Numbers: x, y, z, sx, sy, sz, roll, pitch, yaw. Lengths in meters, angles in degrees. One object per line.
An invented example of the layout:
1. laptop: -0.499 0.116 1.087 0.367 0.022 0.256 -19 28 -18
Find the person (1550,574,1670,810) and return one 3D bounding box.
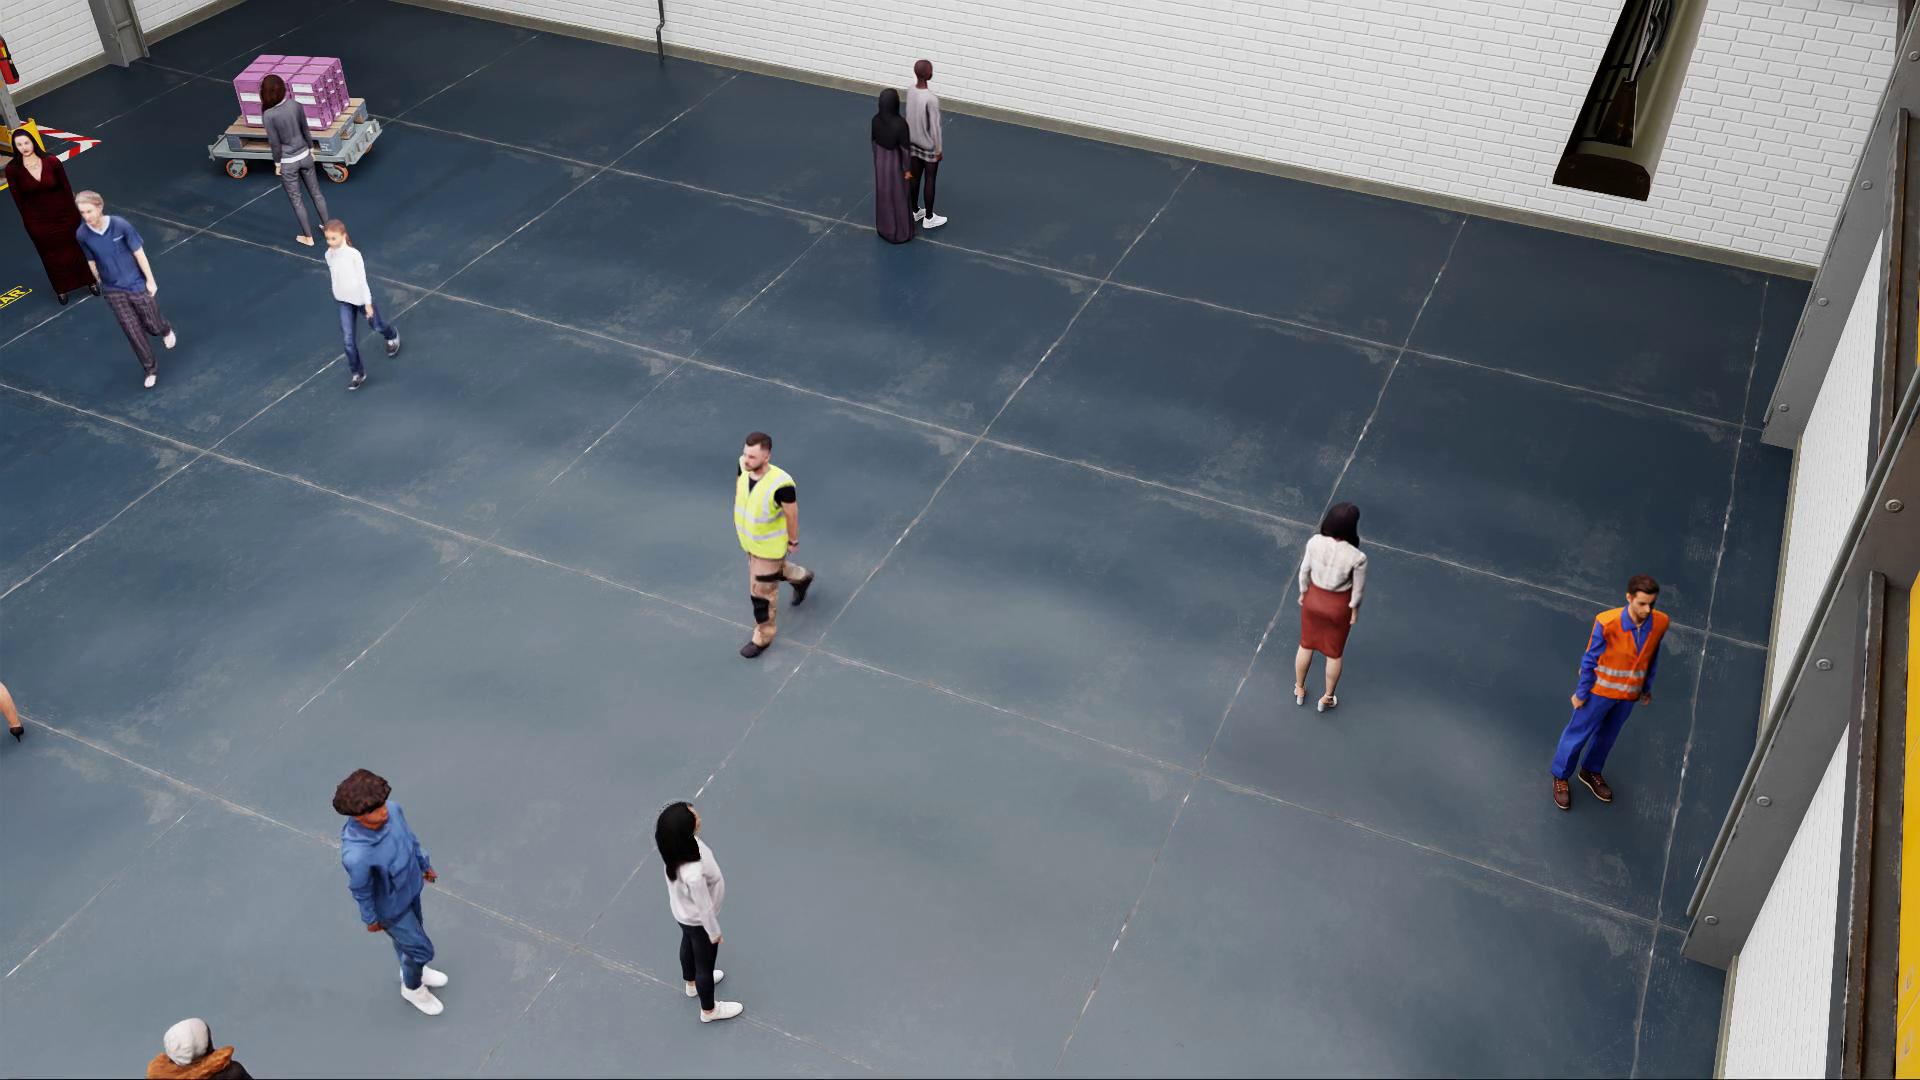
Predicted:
1. person: 4.179 0.952 10.674 0.790 1.864 0.811 -6 39 -8

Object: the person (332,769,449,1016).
1. person: -3.295 1.977 9.445 0.817 1.796 0.670 5 39 6

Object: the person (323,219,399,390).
1. person: -5.361 -2.181 14.868 0.789 1.525 1.118 2 39 2

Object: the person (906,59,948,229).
1. person: -0.376 -4.070 17.036 0.657 1.771 0.684 -30 47 -32

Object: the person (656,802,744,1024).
1. person: -1.504 2.083 9.391 0.736 1.697 0.707 -20 43 -23

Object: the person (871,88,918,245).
1. person: -0.690 -3.806 16.832 0.643 1.615 0.632 24 44 27

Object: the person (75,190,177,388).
1. person: -7.378 -2.278 14.733 0.971 1.846 1.054 -10 40 -12

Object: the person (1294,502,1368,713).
1. person: 2.514 0.466 11.373 0.613 1.750 0.540 21 43 24

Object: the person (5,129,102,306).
1. person: -8.652 -3.086 15.816 0.721 1.757 0.823 -22 44 -25

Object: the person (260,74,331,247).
1. person: -6.703 -3.836 16.745 0.720 1.768 0.528 26 45 29

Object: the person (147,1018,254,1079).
1. person: -3.665 2.952 8.352 0.723 1.635 0.741 -2 39 -3

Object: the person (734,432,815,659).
1. person: -1.359 -0.054 11.967 0.939 1.822 1.189 32 48 33
